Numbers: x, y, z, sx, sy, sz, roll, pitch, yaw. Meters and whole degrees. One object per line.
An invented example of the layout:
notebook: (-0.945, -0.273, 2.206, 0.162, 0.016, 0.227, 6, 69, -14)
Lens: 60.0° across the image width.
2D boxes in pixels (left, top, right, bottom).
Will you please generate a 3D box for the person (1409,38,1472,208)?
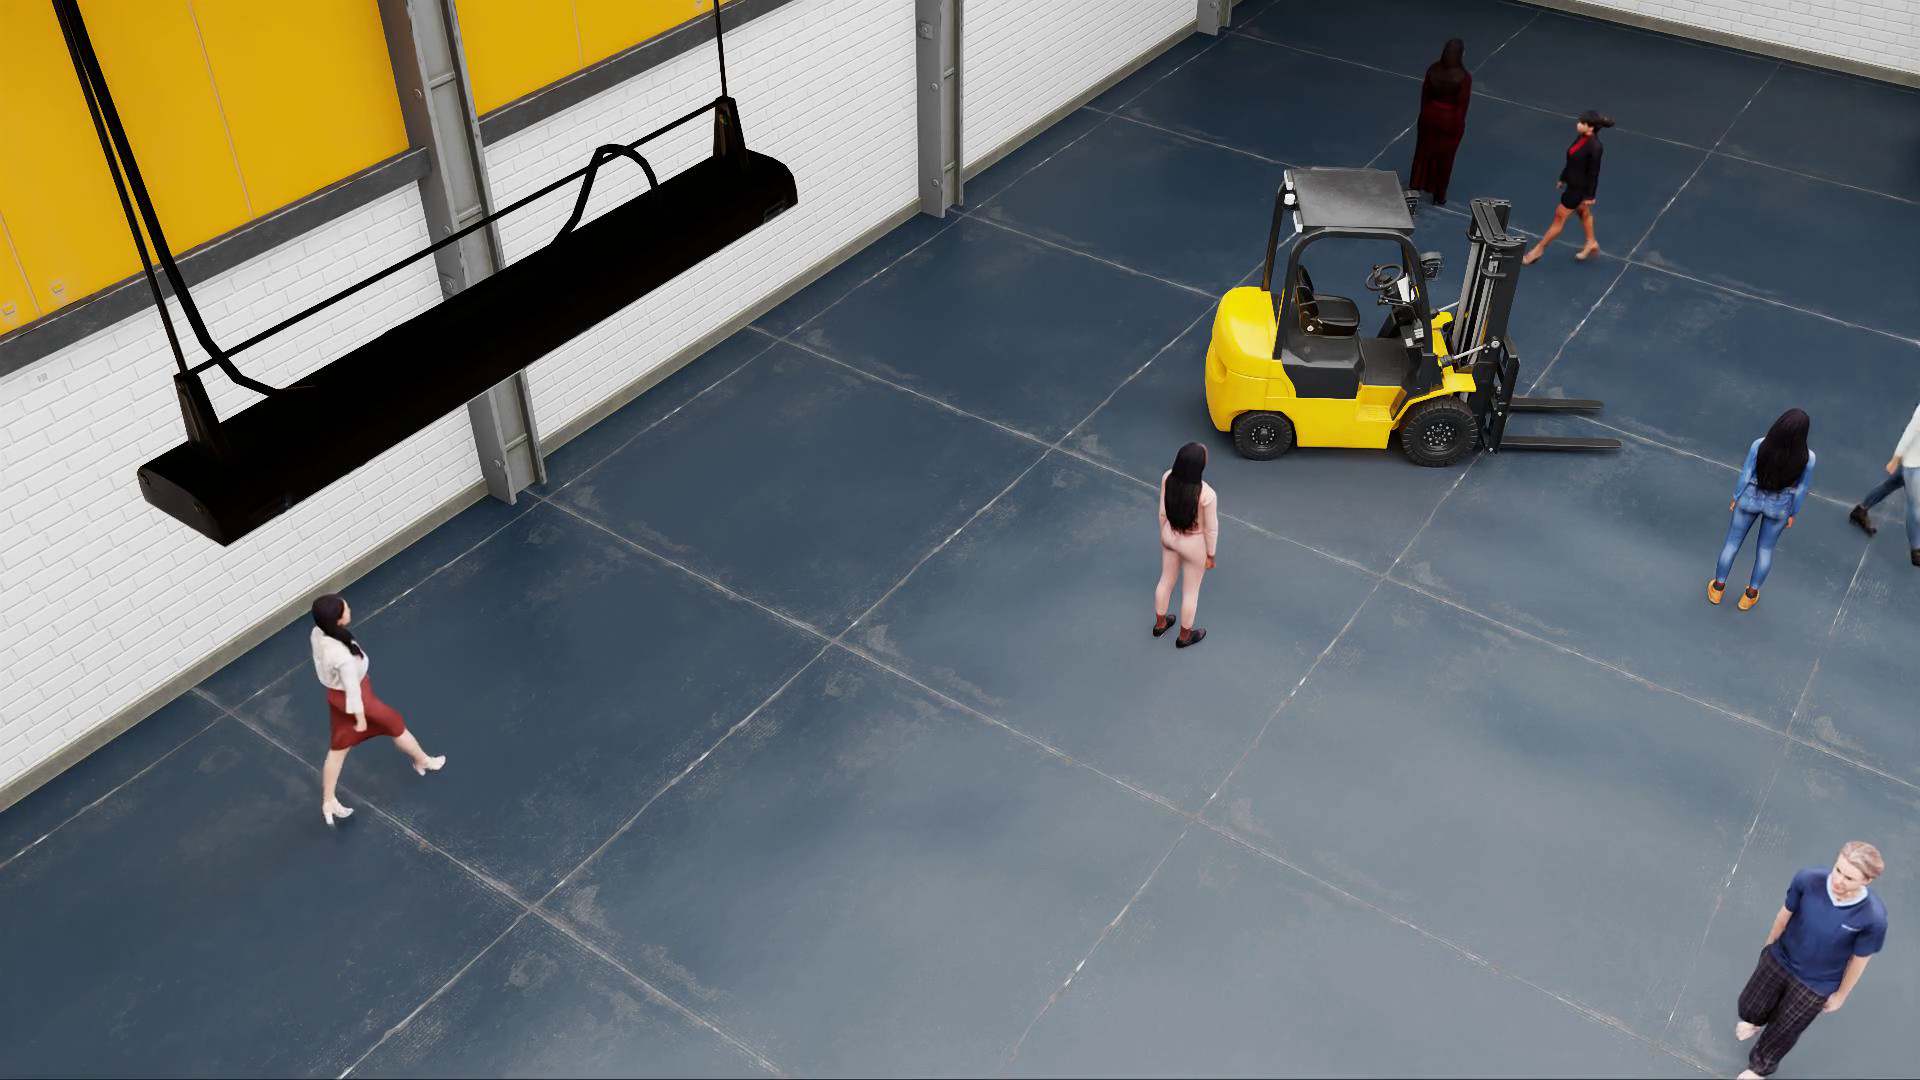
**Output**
person: (4.932, -4.284, 17.069, 0.682, 1.756, 0.628, 28, 47, 31)

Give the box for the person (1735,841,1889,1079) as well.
person: (4.543, 2.227, 8.832, 0.779, 1.860, 0.748, -27, 46, -30)

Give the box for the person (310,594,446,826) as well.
person: (-3.862, 1.078, 10.397, 1.125, 1.702, 0.742, -31, 48, -33)

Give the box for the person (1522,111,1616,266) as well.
person: (6.024, -3.349, 16.034, 1.009, 1.587, 1.045, 0, 39, 0)

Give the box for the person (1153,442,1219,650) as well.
person: (1.579, 0.036, 11.687, 0.641, 1.722, 0.574, 30, 47, 32)

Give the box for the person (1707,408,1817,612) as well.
person: (5.805, -0.225, 12.020, 0.625, 1.713, 0.555, 18, 42, 21)

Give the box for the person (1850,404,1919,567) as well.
person: (7.224, -0.647, 12.642, 1.099, 1.596, 0.972, -18, 42, -21)
